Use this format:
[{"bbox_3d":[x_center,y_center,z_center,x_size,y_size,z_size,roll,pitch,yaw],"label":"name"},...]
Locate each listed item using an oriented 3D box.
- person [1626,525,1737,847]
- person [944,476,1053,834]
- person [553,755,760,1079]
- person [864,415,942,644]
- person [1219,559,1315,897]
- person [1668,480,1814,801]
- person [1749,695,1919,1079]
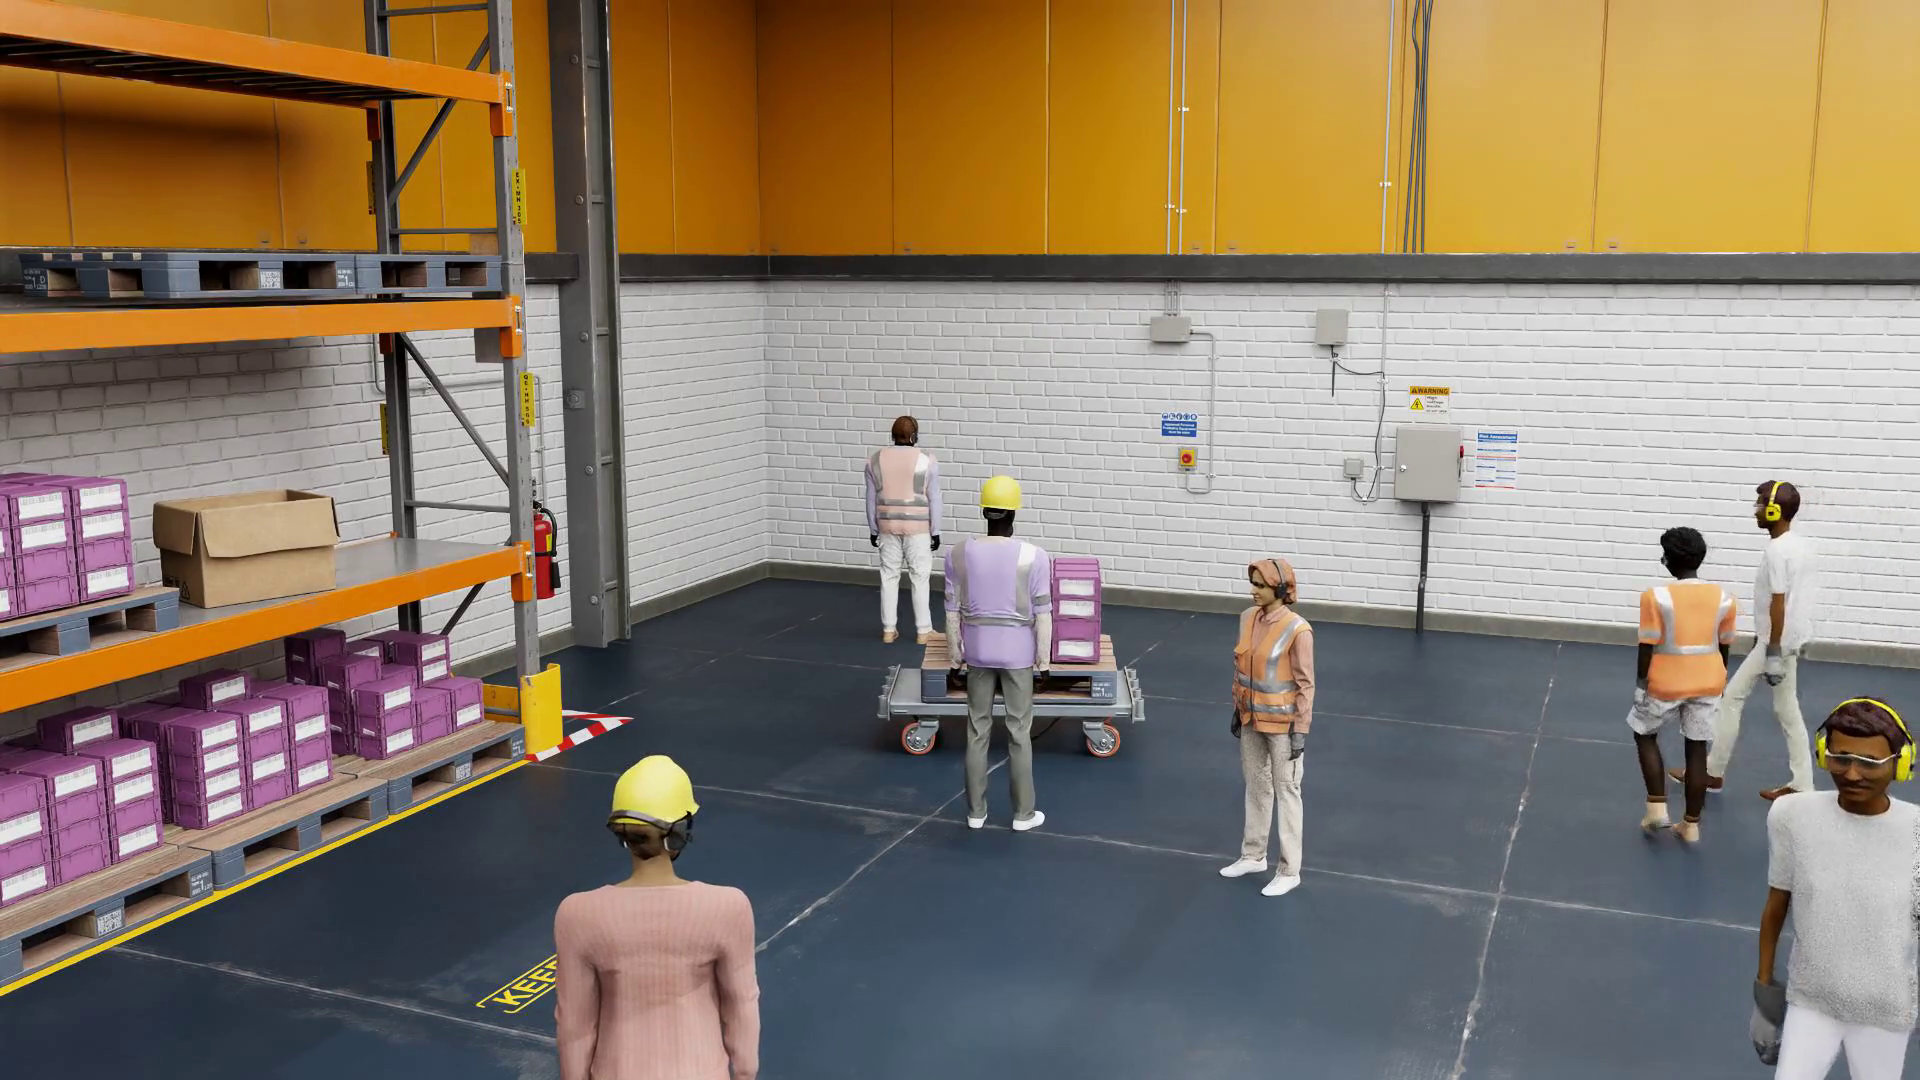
[{"bbox_3d":[3.782,0.766,8.725,0.549,1.681,0.399,0,9,-1],"label":"person"},{"bbox_3d":[0.210,0.615,8.901,0.584,1.927,0.367,2,10,14],"label":"person"},{"bbox_3d":[-0.792,1.439,4.400,0.527,1.765,0.328,-1,9,-6],"label":"person"},{"bbox_3d":[-0.442,-0.080,13.374,0.624,1.844,0.430,2,10,14],"label":"person"},{"bbox_3d":[1.504,0.896,8.066,0.307,1.639,0.525,-5,11,-29],"label":"person"},{"bbox_3d":[4.495,0.575,9.439,0.885,1.829,0.527,9,13,42],"label":"person"},{"bbox_3d":[2.506,1.351,4.644,0.563,1.864,0.390,6,11,33],"label":"person"}]
